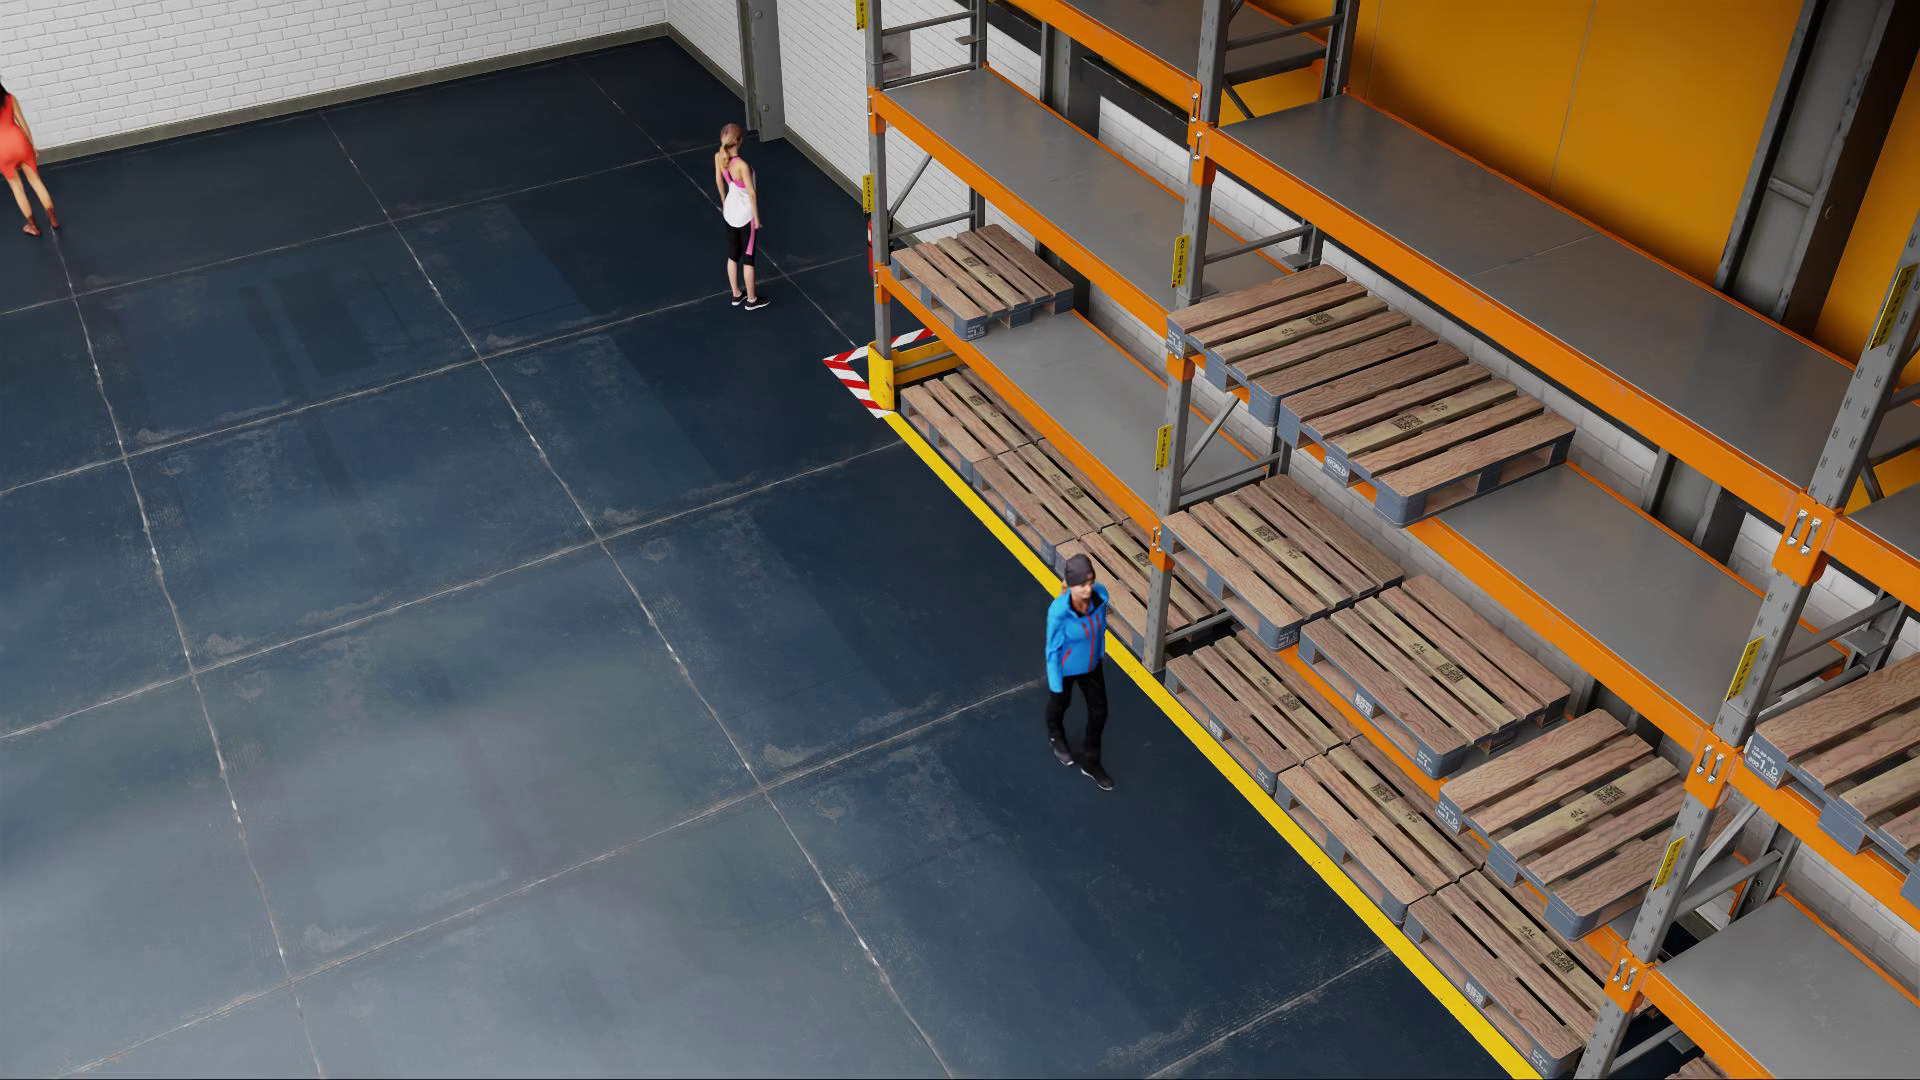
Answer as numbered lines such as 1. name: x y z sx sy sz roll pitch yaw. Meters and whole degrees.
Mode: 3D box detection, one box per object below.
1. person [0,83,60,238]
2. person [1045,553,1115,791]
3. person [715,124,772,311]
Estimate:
1. person: -9.227 -3.785 16.191 0.627 1.719 0.656 27 46 29
2. person: 0.670 0.745 10.475 0.646 1.775 0.829 -19 42 -22
3. person: -2.001 -2.922 15.055 0.588 1.788 0.732 26 46 29
